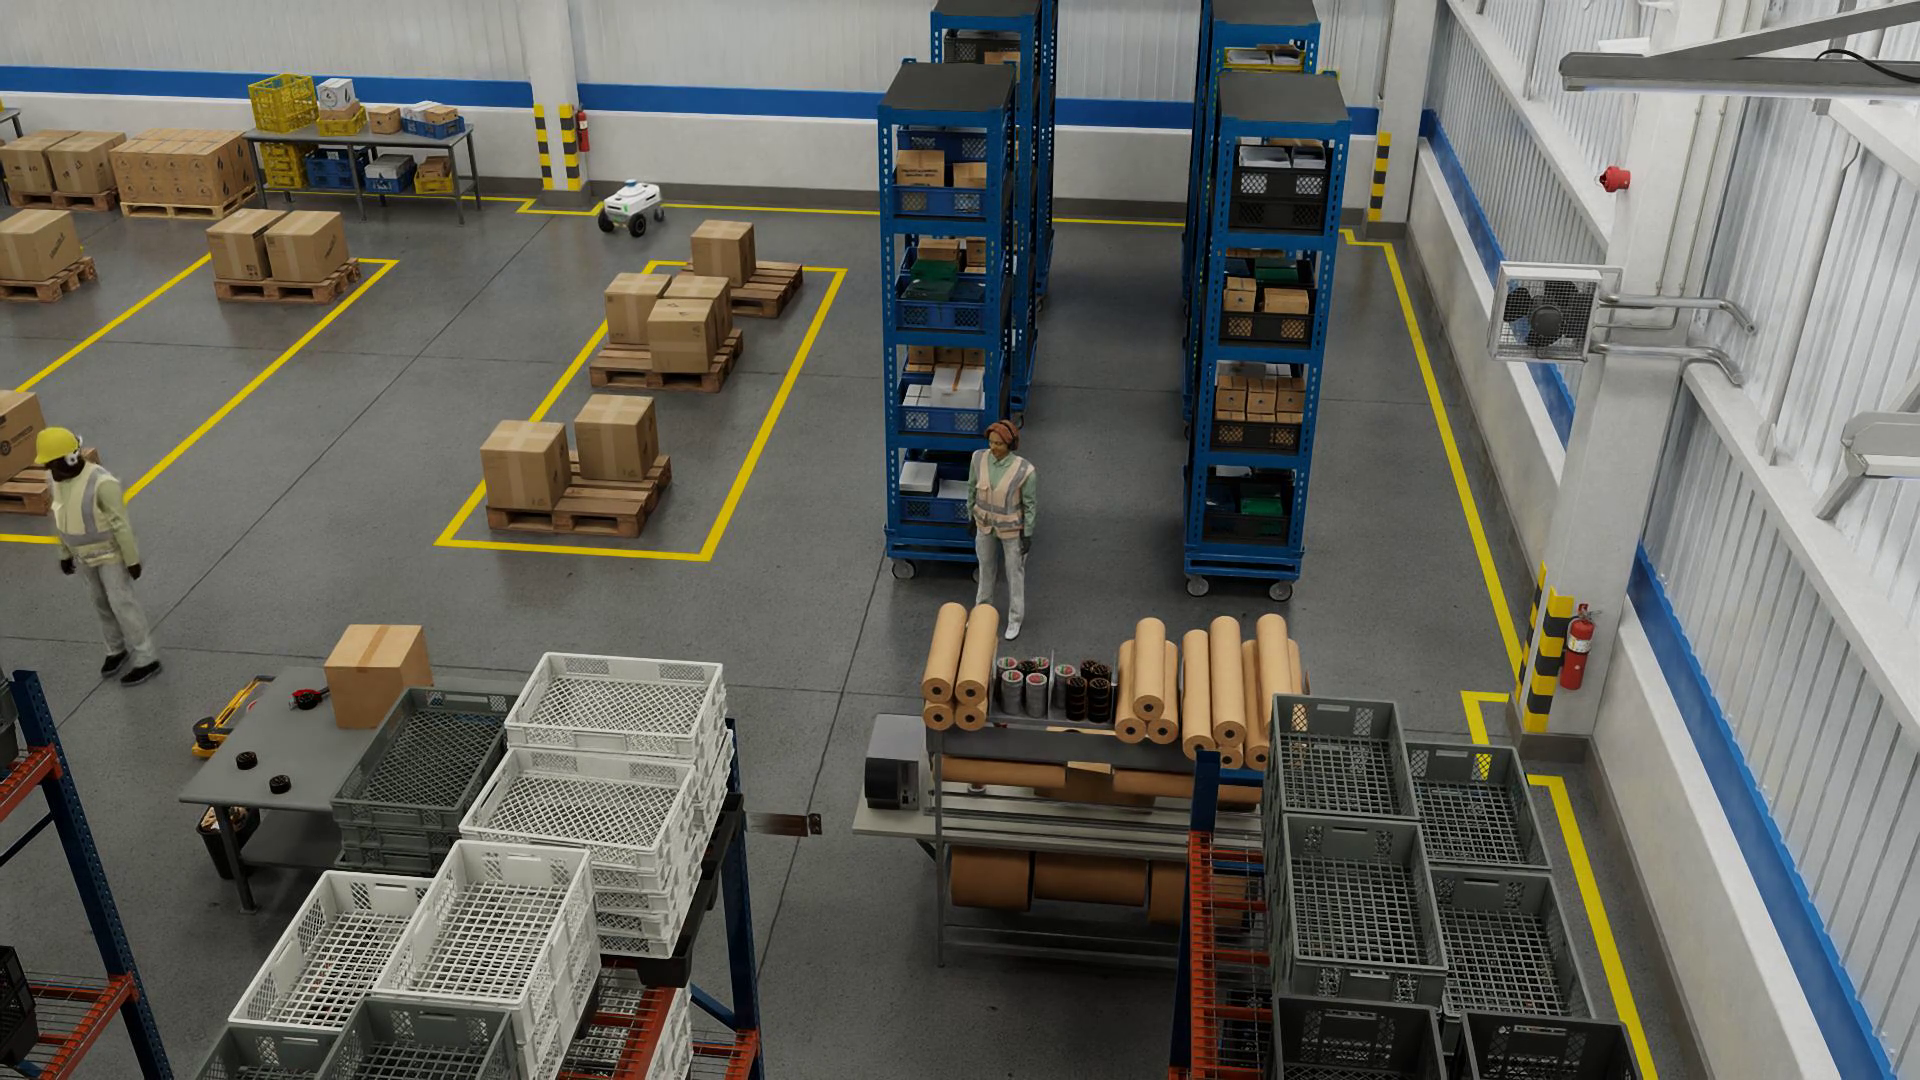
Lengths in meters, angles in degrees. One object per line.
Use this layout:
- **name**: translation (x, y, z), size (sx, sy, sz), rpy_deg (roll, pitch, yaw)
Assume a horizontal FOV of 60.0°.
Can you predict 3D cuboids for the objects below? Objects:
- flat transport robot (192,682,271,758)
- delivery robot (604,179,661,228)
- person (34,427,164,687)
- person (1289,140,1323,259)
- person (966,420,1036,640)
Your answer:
- **flat transport robot**: translation (-4.089, 1.163, 10.648), size (1.431, 0.197, 0.652), rpy_deg (3, 30, 6)
- **delivery robot**: translation (-3.717, -3.848, 18.886), size (0.477, 0.478, 0.707), rpy_deg (14, 33, 22)
- **person**: translation (-5.688, 0.075, 10.992), size (0.598, 1.818, 0.420), rpy_deg (16, 34, 25)
- **person**: translation (3.410, -3.462, 16.943), size (0.663, 1.947, 0.529), rpy_deg (-12, 32, -19)
- **person**: translation (0.278, -0.081, 11.432), size (0.512, 1.641, 0.309), rpy_deg (15, 33, 24)
